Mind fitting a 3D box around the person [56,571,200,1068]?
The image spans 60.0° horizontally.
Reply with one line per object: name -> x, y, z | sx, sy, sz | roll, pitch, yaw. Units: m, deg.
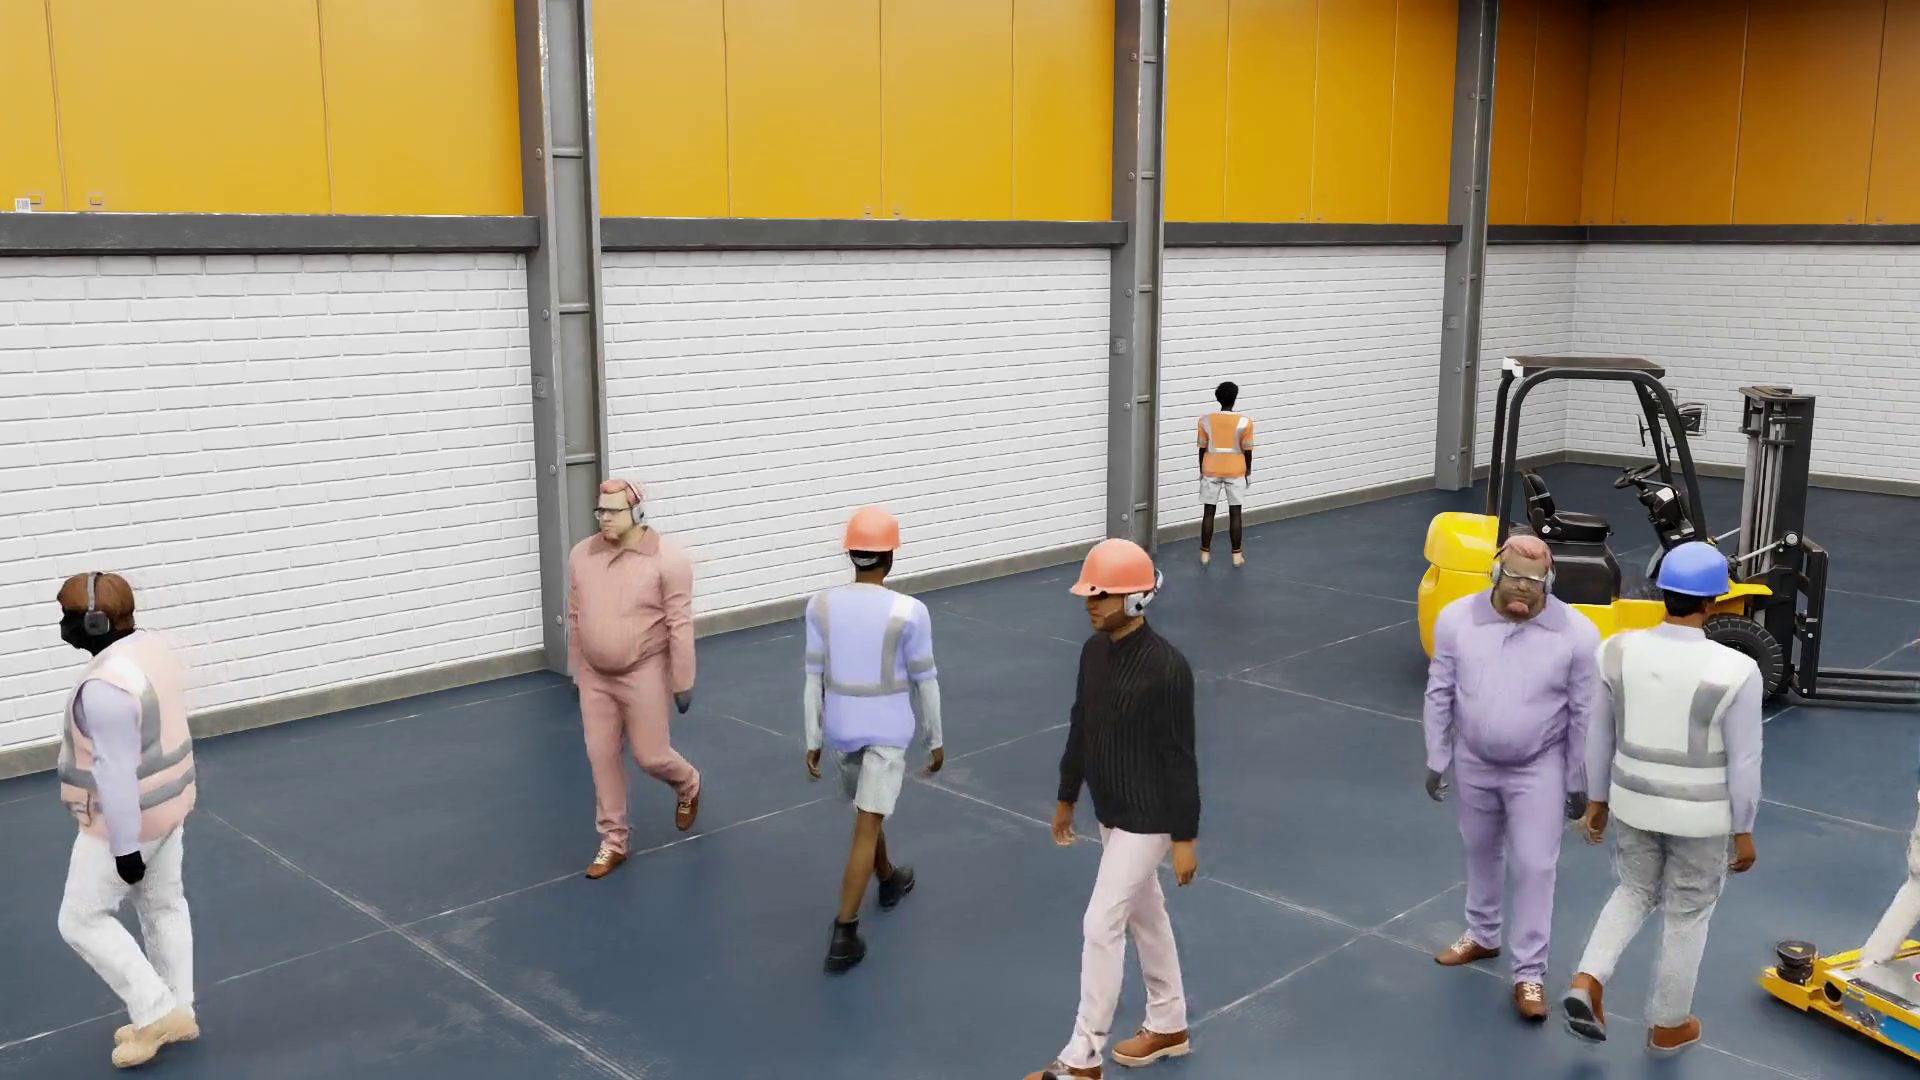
person -> -3.023, 1.008, 6.045 | 0.445, 1.830, 0.642 | -1, 10, -6

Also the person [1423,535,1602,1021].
person -> 2.159, 0.892, 6.572 | 0.659, 1.872, 0.653 | 6, 12, 32

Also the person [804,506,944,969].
person -> -0.370, 0.794, 7.065 | 0.559, 1.886, 1.017 | 4, 11, 19

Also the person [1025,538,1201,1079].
person -> 0.487, 0.972, 5.856 | 0.880, 1.956, 0.648 | -5, 11, -24

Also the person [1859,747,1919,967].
person -> 3.822, 1.054, 6.361 | 0.751, 1.612, 0.509 | -5, 12, -26

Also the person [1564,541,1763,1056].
person -> 2.534, 0.964, 5.989 | 0.574, 1.931, 0.612 | -8, 13, -37

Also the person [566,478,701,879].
person -> -1.561, 0.623, 7.975 | 0.650, 1.887, 0.709 | 4, 11, 19

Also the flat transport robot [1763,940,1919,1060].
flat transport robot -> 3.750, 1.783, 6.049 | 0.652, 0.197, 1.431 | -4, 11, -22

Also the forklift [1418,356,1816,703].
forklift -> 4.276, -0.101, 11.076 | 2.313, 2.155, 1.214 | 2, 11, 13

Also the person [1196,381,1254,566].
person -> 2.417, -0.601, 15.190 | 0.529, 1.690, 0.321 | 3, 11, 18

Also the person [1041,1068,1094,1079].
person -> 0.216, 1.639, 2.339 | 0.559, 1.916, 0.637 | -5, 11, -25
